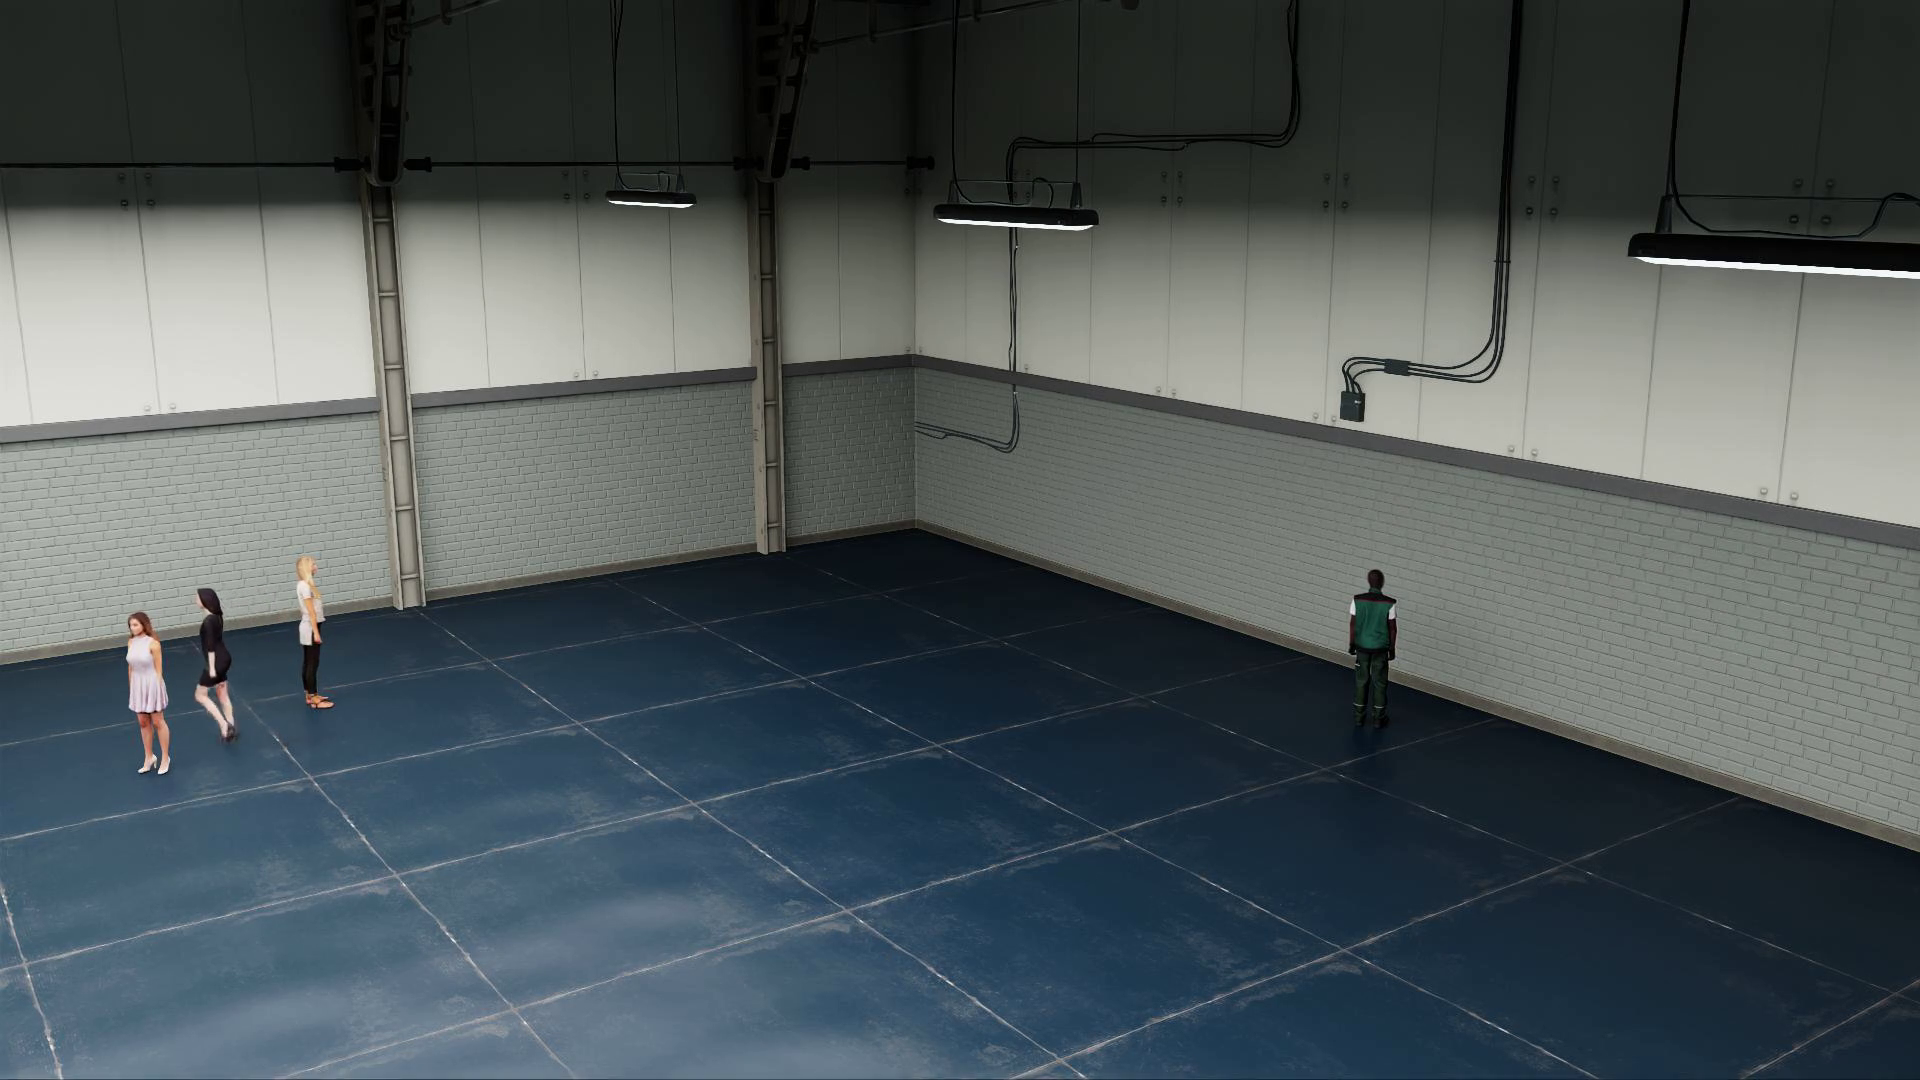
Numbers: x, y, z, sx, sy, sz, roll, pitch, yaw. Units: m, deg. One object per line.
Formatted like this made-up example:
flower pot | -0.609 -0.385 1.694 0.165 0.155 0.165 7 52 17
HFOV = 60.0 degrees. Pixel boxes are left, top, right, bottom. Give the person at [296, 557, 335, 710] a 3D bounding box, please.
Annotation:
person | -7.721 1.087 19.737 0.540 1.826 0.614 -8 15 -30

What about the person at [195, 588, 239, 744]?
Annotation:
person | -8.135 1.419 18.389 0.749 1.787 0.725 -1 13 -5

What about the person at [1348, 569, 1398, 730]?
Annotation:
person | 4.726 1.237 19.061 0.779 1.837 0.778 6 14 24

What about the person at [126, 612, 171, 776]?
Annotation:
person | -8.590 1.611 17.598 0.682 1.770 0.737 3 13 13
